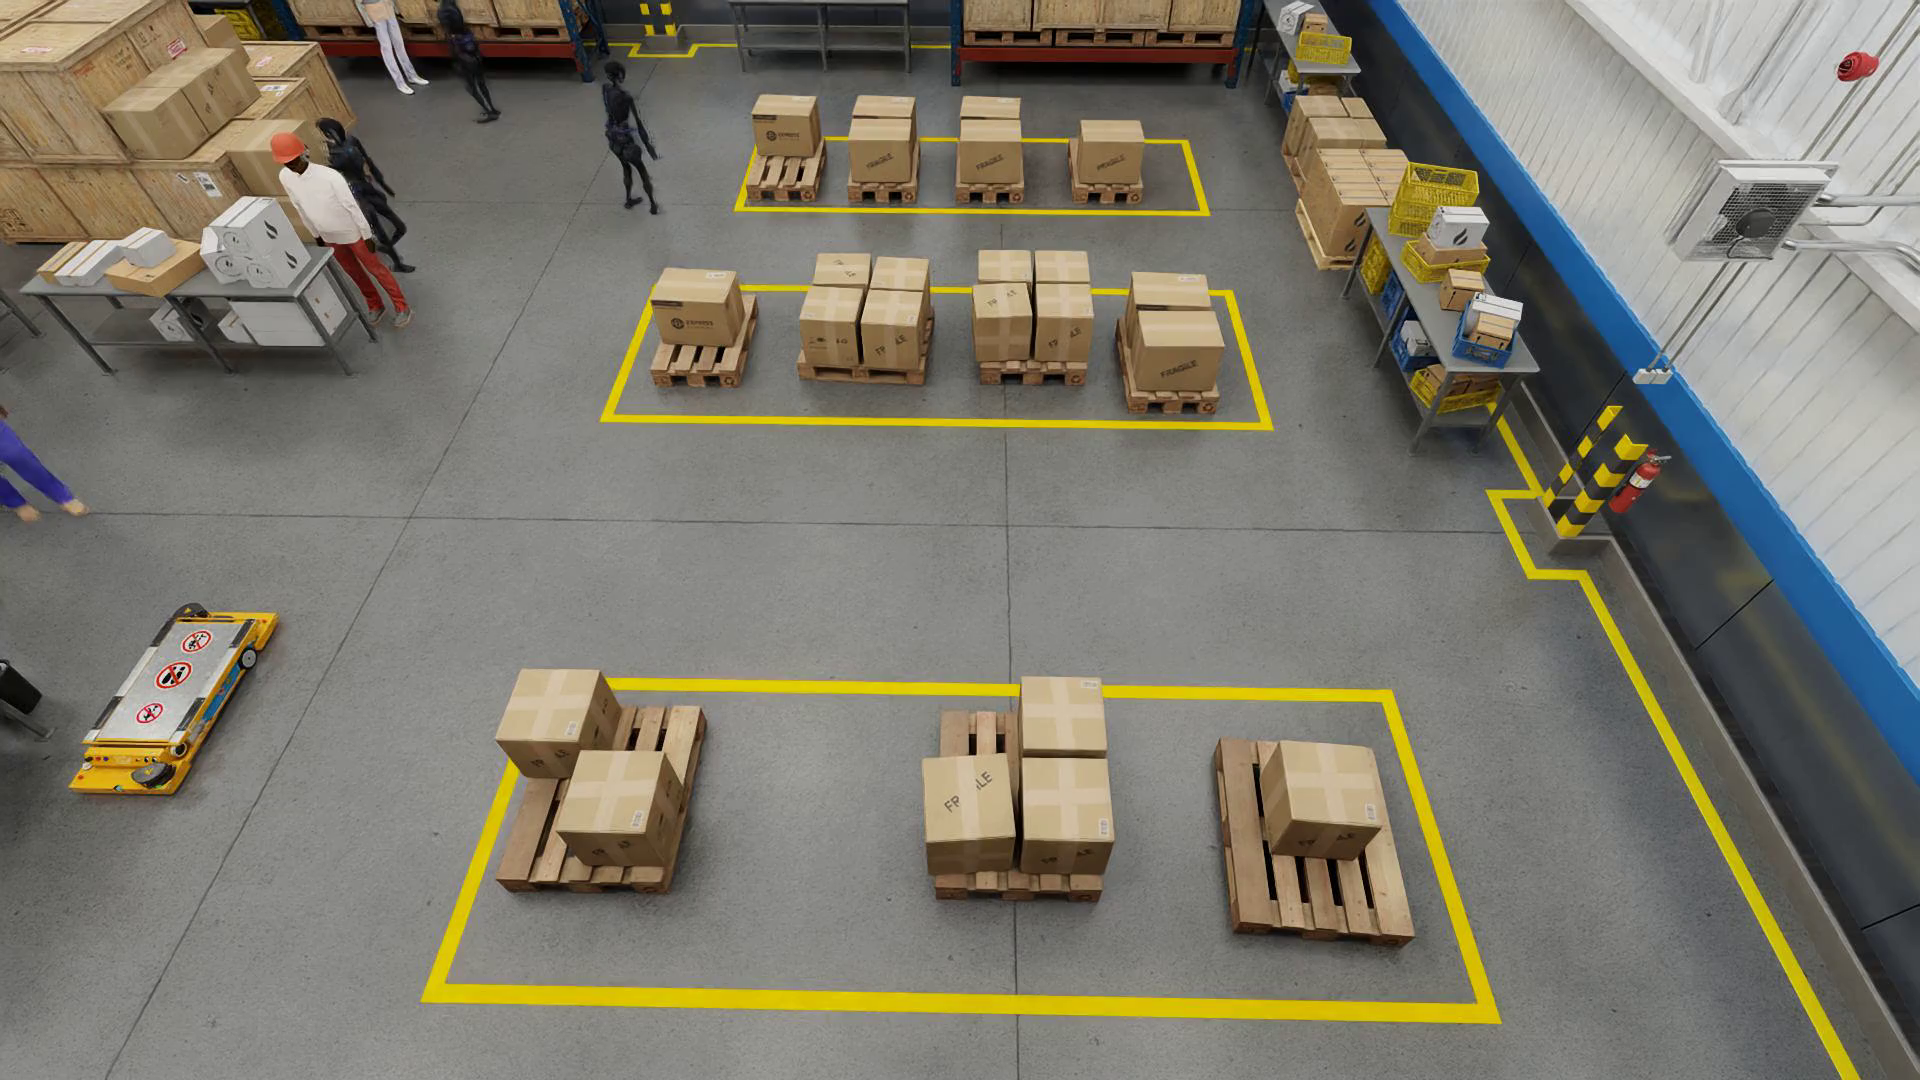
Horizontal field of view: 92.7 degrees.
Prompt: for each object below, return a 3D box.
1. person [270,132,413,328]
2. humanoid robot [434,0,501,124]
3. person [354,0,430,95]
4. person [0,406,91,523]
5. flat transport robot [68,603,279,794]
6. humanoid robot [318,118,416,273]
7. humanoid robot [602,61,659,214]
[{"bbox_3d":[-5.883,-2.898,8.698,0.614,1.986,0.405,3,50,3],"label":"person"},{"bbox_3d":[-6.330,-6.244,11.735,0.383,1.637,0.601,-4,50,-3],"label":"humanoid robot"},{"bbox_3d":[-7.701,-7.011,12.216,0.379,1.924,0.587,15,51,12],"label":"person"},{"bbox_3d":[-7.627,-0.839,6.917,0.810,2.000,0.701,26,54,20],"label":"person"},{"bbox_3d":[-5.504,1.072,6.442,0.652,0.197,1.431,1,50,1],"label":"flat transport robot"},{"bbox_3d":[-6.099,-3.536,9.435,0.359,1.650,0.618,5,50,5],"label":"humanoid robot"},{"bbox_3d":[-3.715,-4.476,10.235,0.661,1.635,0.370,30,56,23],"label":"humanoid robot"}]
